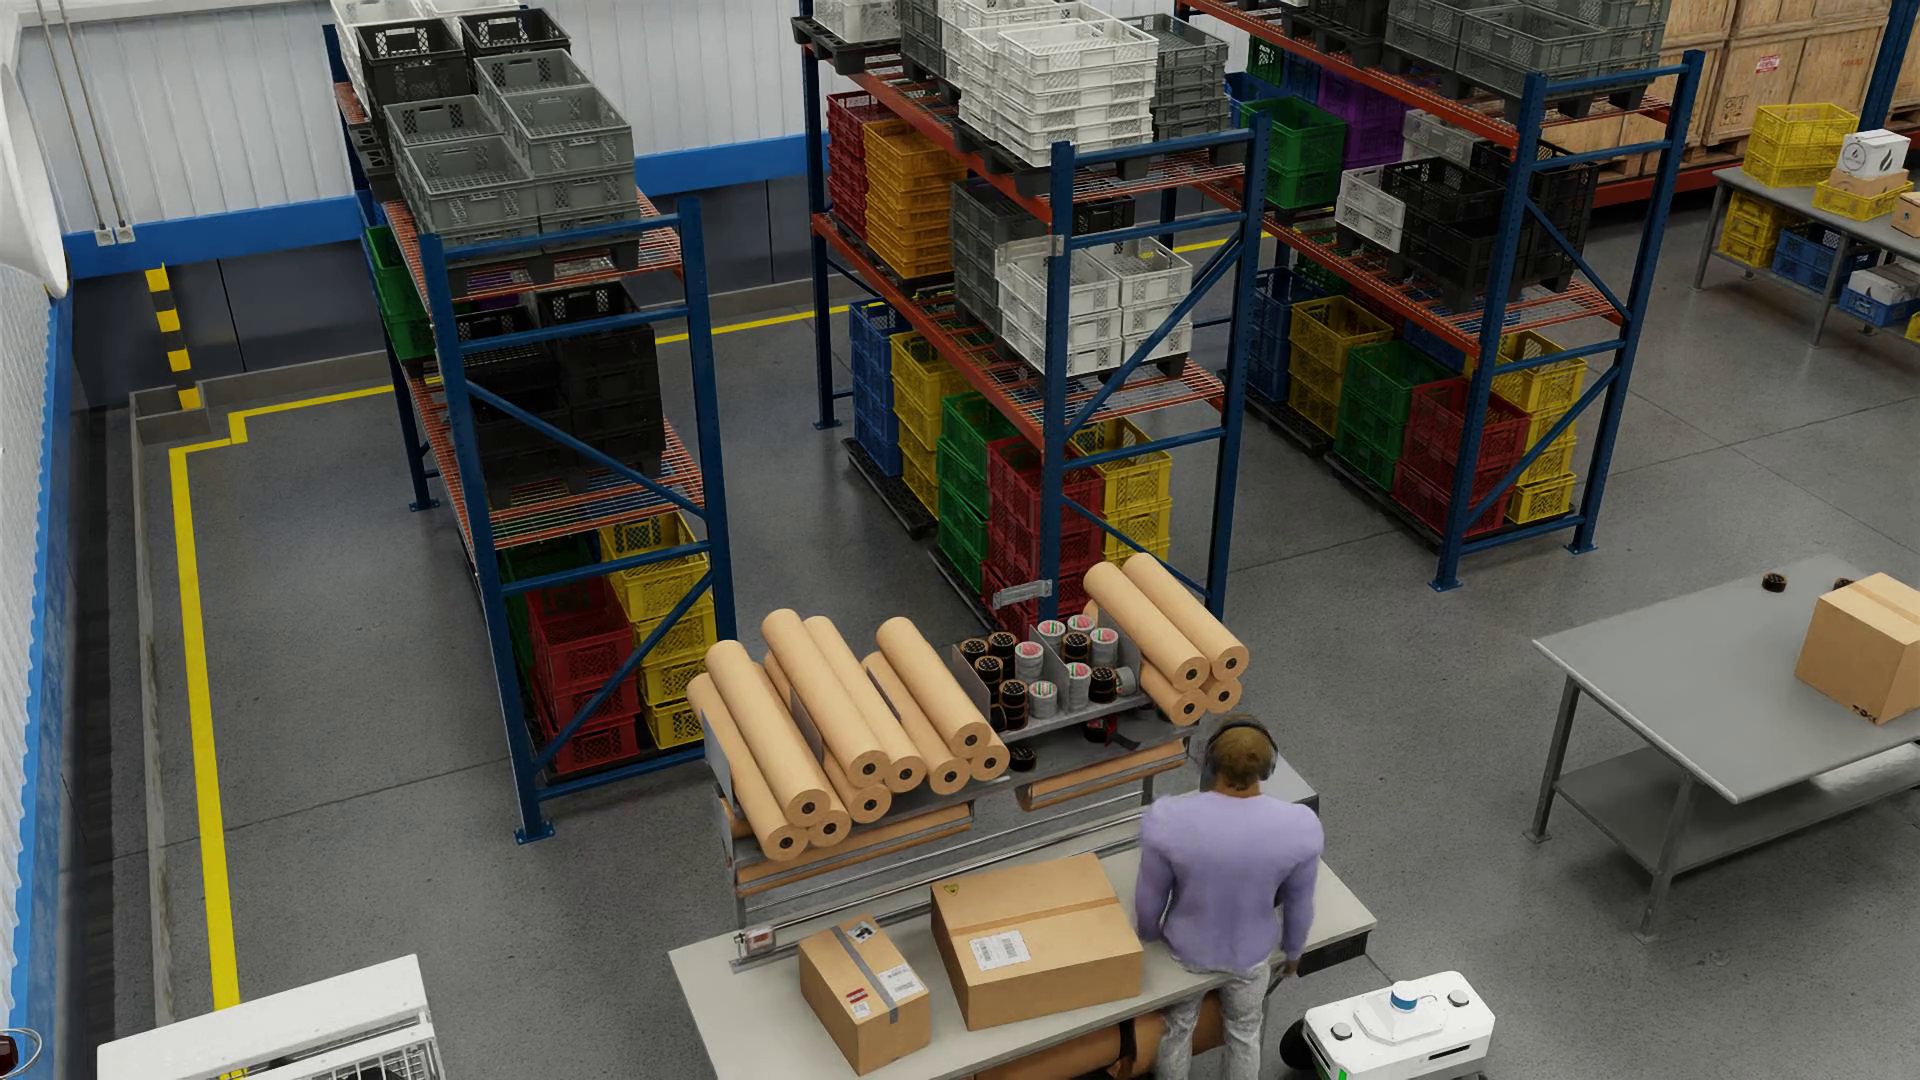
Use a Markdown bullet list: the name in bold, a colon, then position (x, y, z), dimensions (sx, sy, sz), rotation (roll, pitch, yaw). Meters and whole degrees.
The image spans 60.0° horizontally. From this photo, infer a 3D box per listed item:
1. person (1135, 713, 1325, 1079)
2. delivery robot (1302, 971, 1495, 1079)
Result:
- **person**: position (0.947, 1.448, 6.026), dimensions (0.637, 1.931, 0.384), rotation (2, 32, 3)
- **delivery robot**: position (1.702, 1.921, 6.469), dimensions (0.707, 0.478, 0.477), rotation (-10, 33, -16)
